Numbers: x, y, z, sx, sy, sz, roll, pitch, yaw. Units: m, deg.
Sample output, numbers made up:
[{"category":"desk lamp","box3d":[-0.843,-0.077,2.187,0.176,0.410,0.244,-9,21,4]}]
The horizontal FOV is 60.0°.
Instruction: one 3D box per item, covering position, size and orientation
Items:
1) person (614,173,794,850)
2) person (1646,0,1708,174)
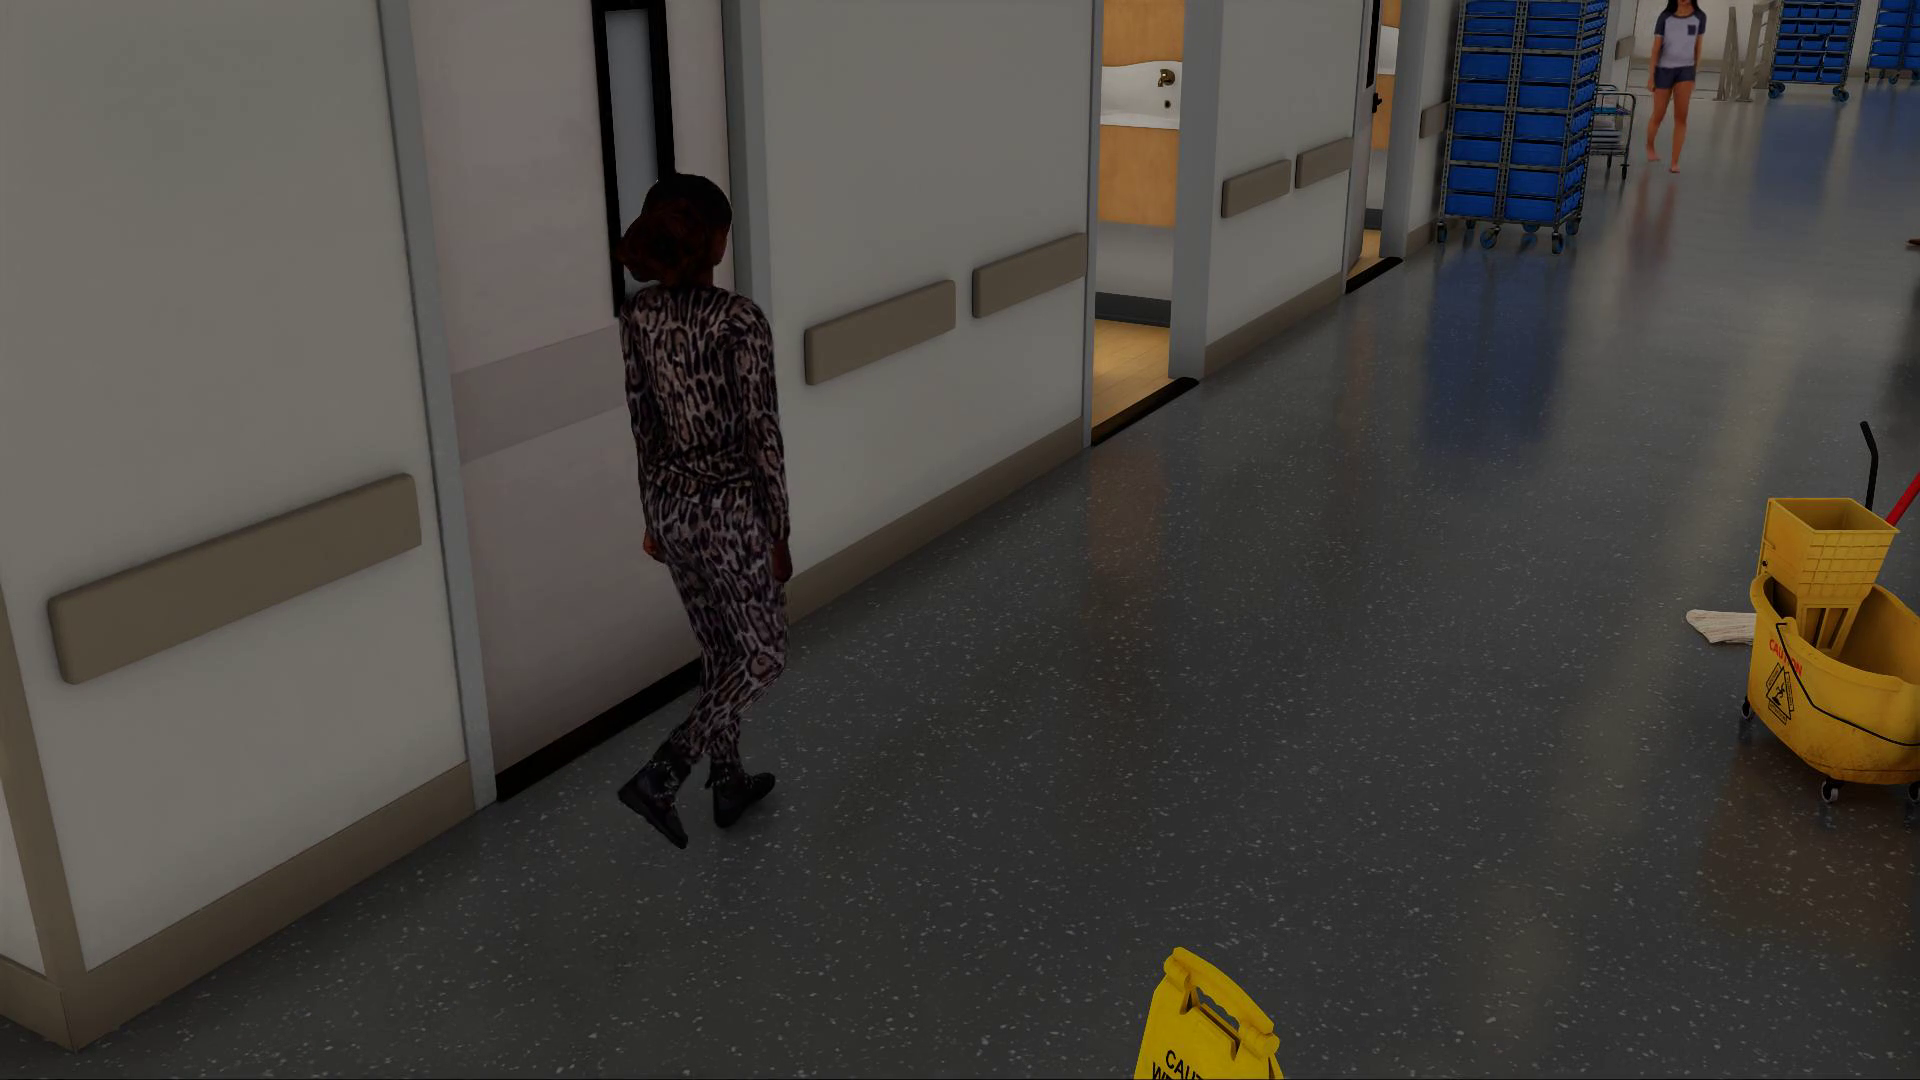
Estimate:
[{"category":"person","box3d":[-0.645,-0.001,4.014,0.596,1.697,0.867,12,24,29]},{"category":"person","box3d":[6.484,-4.225,15.172,0.840,1.694,1.201,4,21,10]}]
